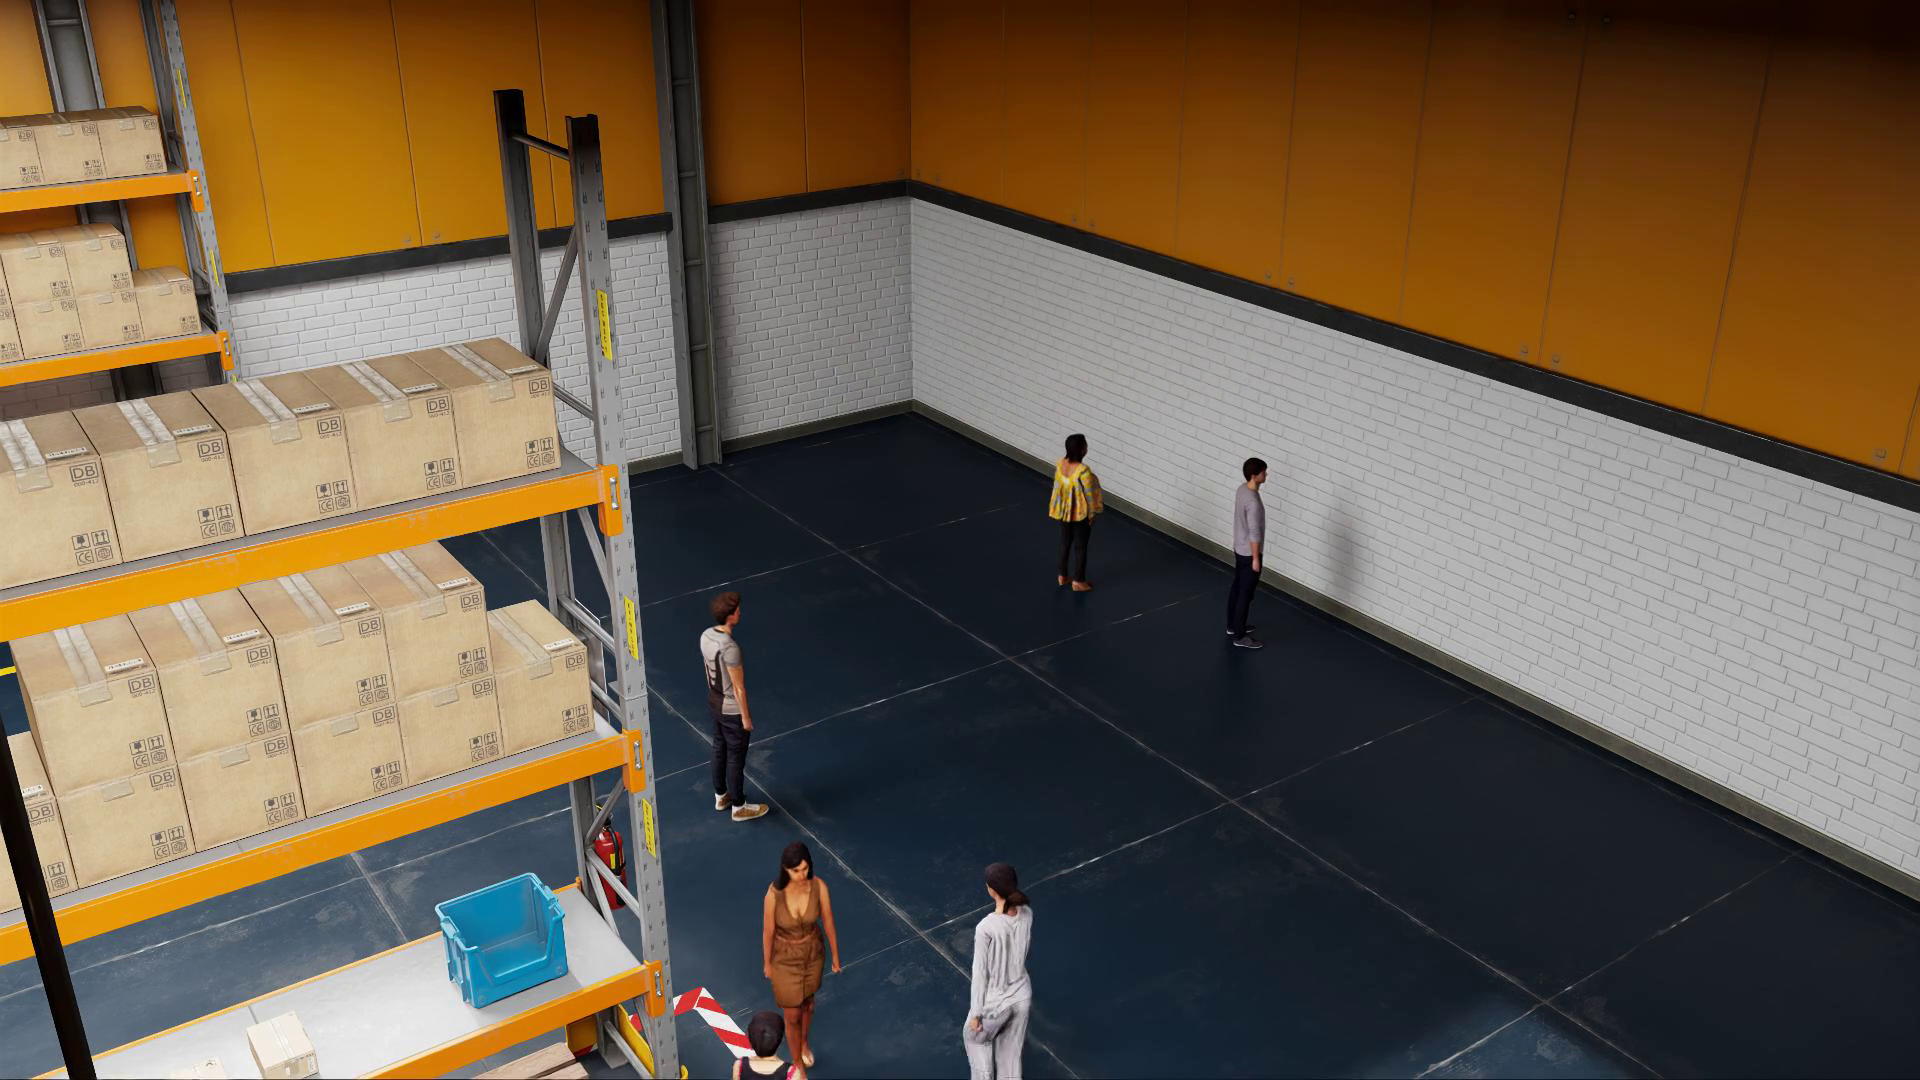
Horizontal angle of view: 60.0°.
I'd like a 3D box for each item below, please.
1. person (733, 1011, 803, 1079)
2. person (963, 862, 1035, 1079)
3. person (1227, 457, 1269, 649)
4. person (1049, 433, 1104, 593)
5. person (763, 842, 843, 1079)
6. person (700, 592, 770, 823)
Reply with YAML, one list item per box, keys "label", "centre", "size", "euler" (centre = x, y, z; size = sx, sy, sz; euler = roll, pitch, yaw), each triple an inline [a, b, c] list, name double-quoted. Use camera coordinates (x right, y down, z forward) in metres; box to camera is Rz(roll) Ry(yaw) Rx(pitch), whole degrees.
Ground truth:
- label: "person"
  centre: [-1.051, 3.218, 8.857]
  size: [1.013, 1.518, 1.007]
  euler: [2, 24, 4]
- label: "person"
  centre: [0.304, 2.736, 9.673]
  size: [0.591, 1.747, 0.696]
  euler: [-16, 28, -32]
- label: "person"
  centre: [2.693, 0.091, 15.604]
  size: [0.741, 1.843, 0.737]
  euler: [-1, 24, -1]
- label: "person"
  centre: [1.151, -0.281, 16.691]
  size: [0.746, 1.655, 0.714]
  euler: [-18, 29, -35]
- label: "person"
  centre: [-1.022, 2.536, 10.220]
  size: [0.642, 1.675, 0.706]
  euler: [-11, 26, -23]
- label: "person"
  centre: [-1.786, 1.279, 12.830]
  size: [0.570, 1.889, 0.646]
  euler: [-18, 29, -35]
